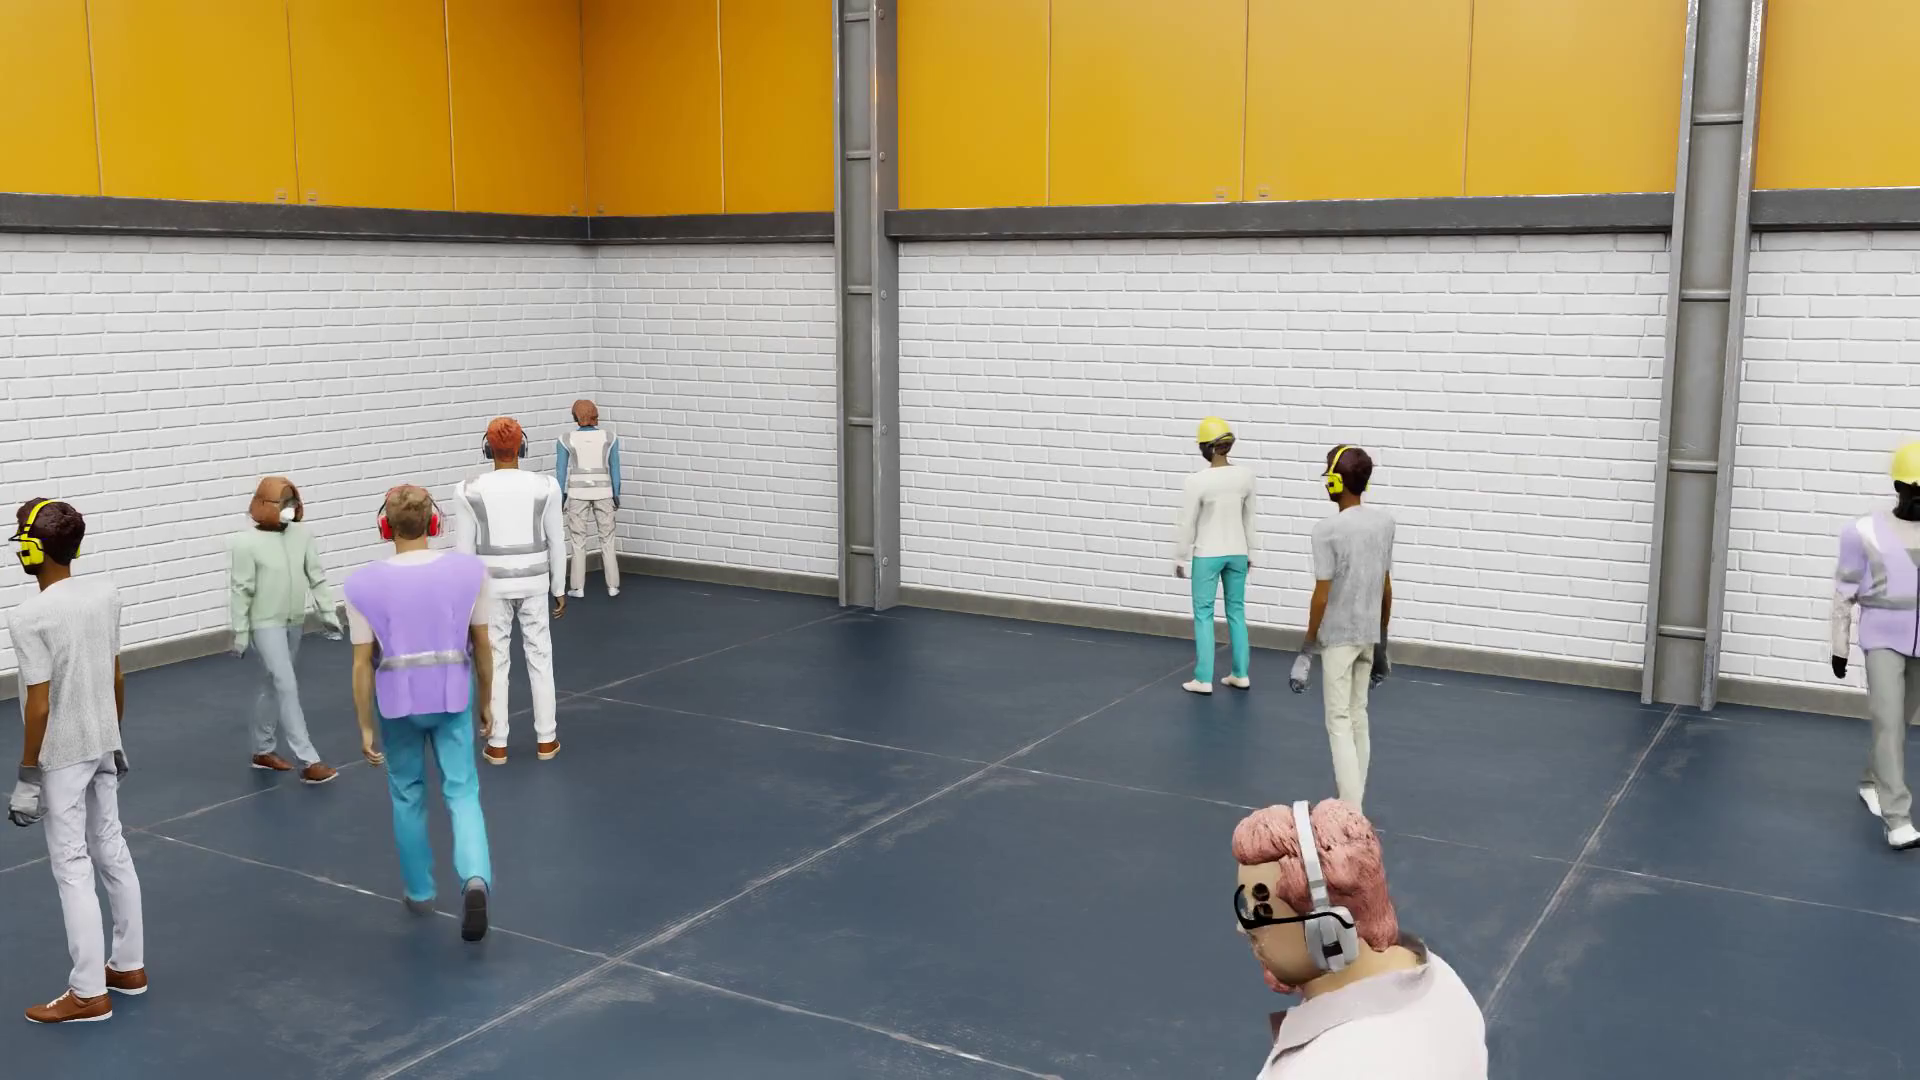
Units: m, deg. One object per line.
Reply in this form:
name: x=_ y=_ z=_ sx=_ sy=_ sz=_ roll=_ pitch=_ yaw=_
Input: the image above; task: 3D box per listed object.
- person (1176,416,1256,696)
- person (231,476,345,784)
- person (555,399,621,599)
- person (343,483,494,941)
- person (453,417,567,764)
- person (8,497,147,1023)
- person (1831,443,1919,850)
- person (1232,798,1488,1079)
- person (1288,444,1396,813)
person: x=1.615 y=0.101 z=10.476 sx=0.538 sy=1.762 sz=0.331 roll=-4 pitch=10 yaw=-22
person: x=-3.472 y=0.466 z=8.669 sx=0.792 sy=1.596 sz=0.519 roll=4 pitch=10 yaw=22
person: x=-3.036 y=-0.334 z=13.612 sx=0.528 sy=1.628 sz=0.321 roll=-3 pitch=10 yaw=-17
person: x=-2.123 y=0.690 z=6.635 sx=0.569 sy=1.821 sz=0.792 roll=-4 pitch=10 yaw=-25
person: x=-2.418 y=0.274 z=8.998 sx=0.574 sy=1.885 sz=0.355 roll=-3 pitch=10 yaw=-18
person: x=-3.160 y=0.778 z=5.896 sx=0.329 sy=1.873 sz=0.514 roll=2 pitch=9 yaw=9
person: x=4.435 y=0.476 z=7.788 sx=0.594 sy=1.867 sz=1.028 roll=1 pitch=9 yaw=9
person: x=0.497 y=1.310 z=2.620 sx=0.928 sy=1.857 sz=0.638 roll=4 pitch=10 yaw=25
person: x=1.792 y=0.480 z=7.795 sx=0.540 sy=1.870 sz=0.403 roll=-6 pitch=11 yaw=-33
